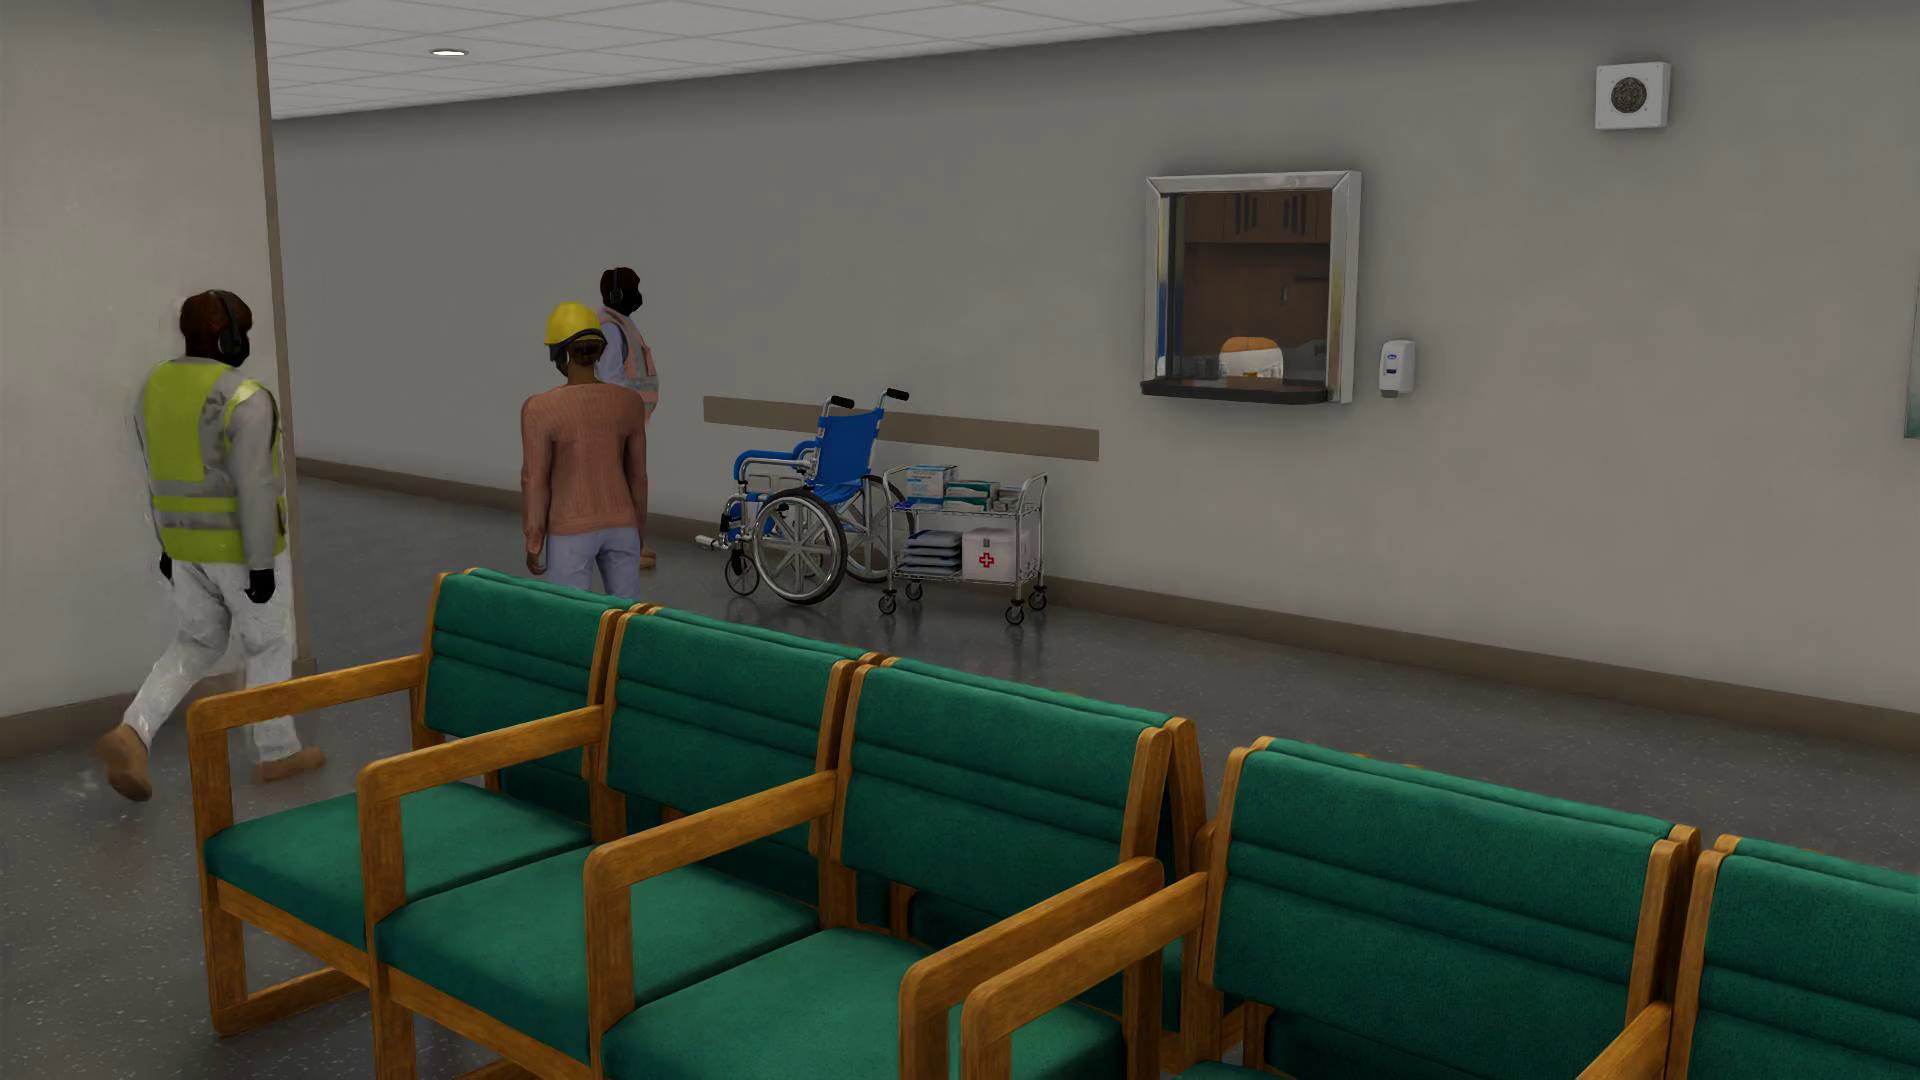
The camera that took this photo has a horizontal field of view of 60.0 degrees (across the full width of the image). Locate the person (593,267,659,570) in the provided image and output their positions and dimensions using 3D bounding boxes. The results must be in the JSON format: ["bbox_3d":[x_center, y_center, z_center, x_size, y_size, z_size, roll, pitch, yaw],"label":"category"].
[{"bbox_3d":[-2.061,-0.746,10.228,0.429,1.845,0.621,-1,10,-8],"label":"person"}]

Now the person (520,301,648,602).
[{"bbox_3d":[-1.442,-0.031,6.410,0.522,1.758,0.349,-9,13,-40],"label":"person"}]

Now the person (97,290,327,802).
[{"bbox_3d":[-2.672,0.030,5.885,0.632,1.816,0.763,5,11,25],"label":"person"}]
